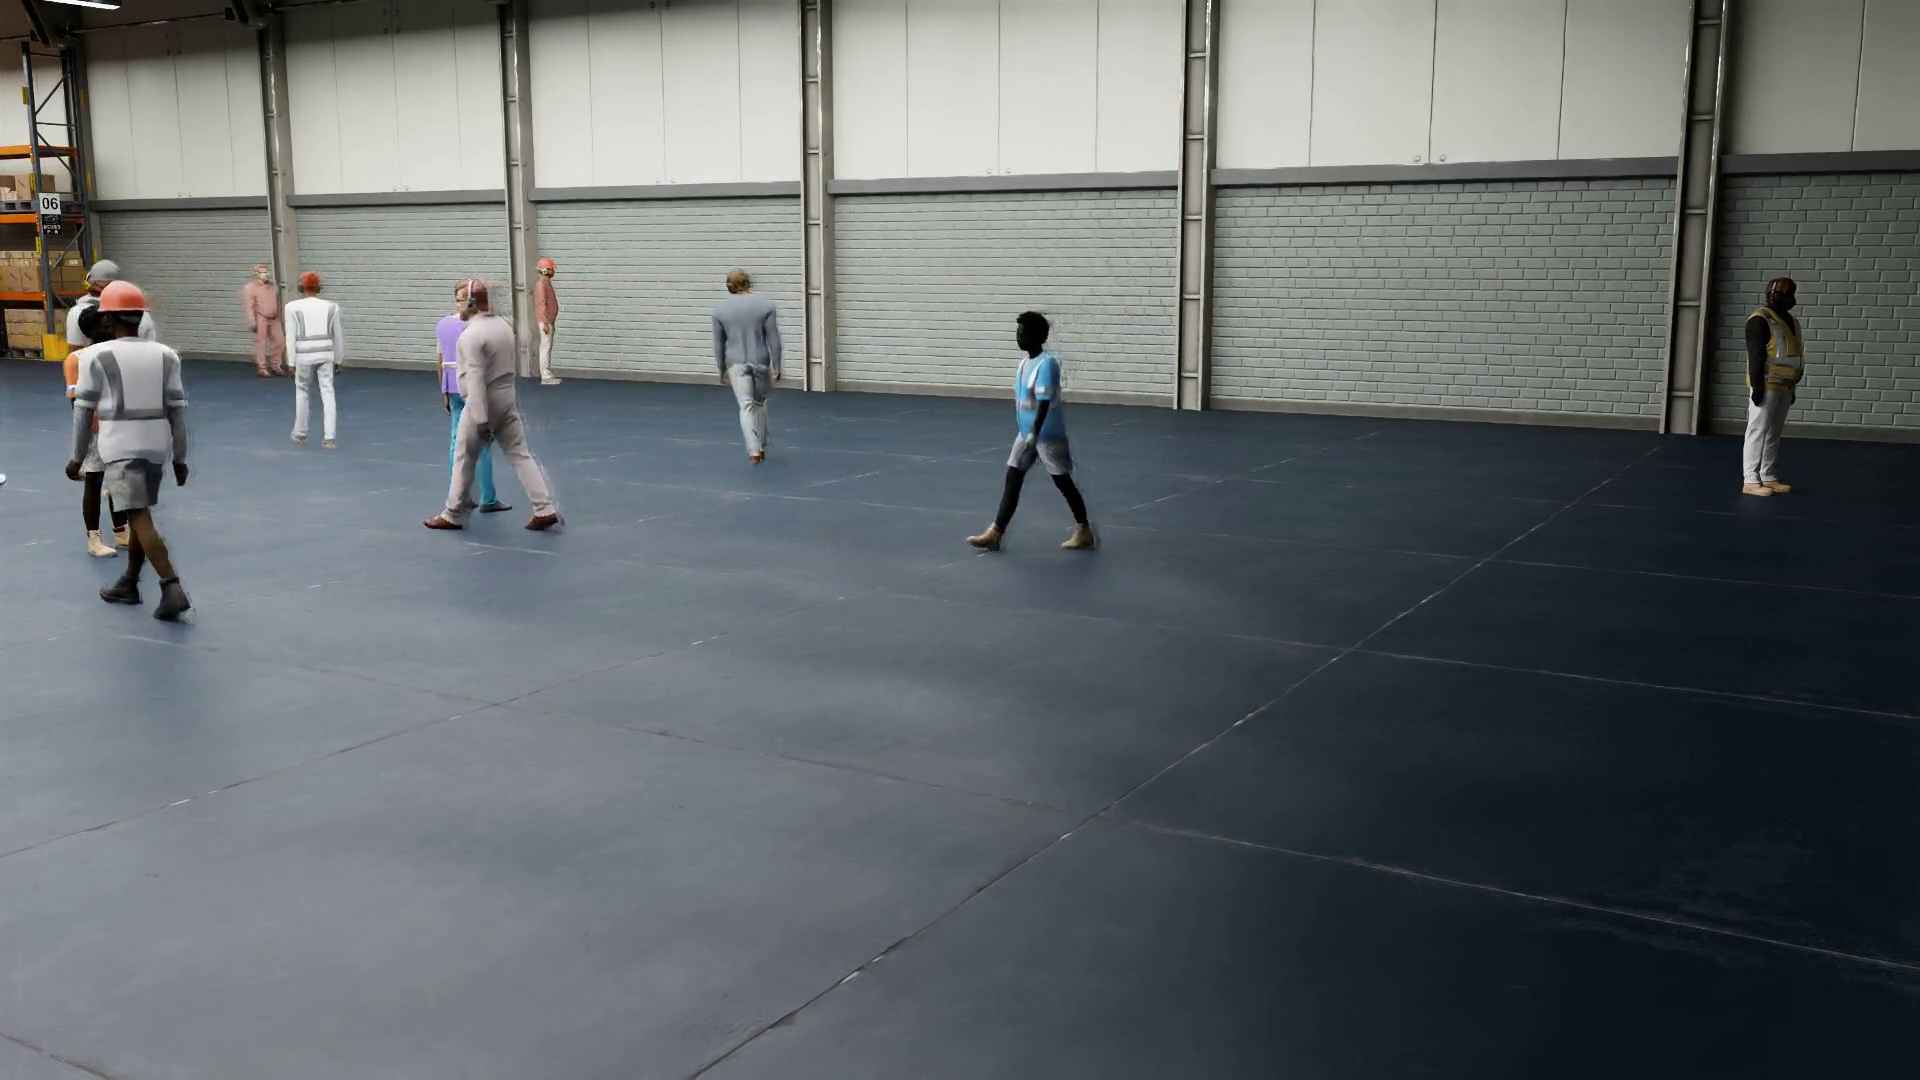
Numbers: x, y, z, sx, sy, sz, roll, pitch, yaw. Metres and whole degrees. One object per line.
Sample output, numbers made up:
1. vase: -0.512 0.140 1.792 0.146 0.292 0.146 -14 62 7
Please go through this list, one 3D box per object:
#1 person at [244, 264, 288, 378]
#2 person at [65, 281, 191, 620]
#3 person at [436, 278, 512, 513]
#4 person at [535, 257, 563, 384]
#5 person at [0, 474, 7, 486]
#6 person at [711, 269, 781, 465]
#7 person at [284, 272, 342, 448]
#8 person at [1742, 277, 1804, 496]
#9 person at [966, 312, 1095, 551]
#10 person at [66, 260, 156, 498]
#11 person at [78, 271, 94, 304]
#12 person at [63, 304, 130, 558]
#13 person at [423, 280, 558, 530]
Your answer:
1. person: -11.505 -3.632 27.657 0.609 1.885 0.672 6 11 30
2. person: -4.641 -0.508 9.389 1.005 1.897 0.564 6 12 33
3. person: -3.877 -1.133 13.136 0.564 1.847 0.395 5 11 25
4. person: -6.525 -3.459 26.320 0.375 1.997 0.612 -1 10 -6
5. person: -8.419 -1.271 13.814 0.617 1.884 0.926 1 10 7
6. person: -2.098 -1.699 16.315 0.661 1.892 0.820 -2 10 -11
7. person: -6.900 -1.915 17.728 0.607 1.839 0.927 -7 12 -37
8. person: 6.919 -1.301 14.138 0.627 1.844 0.429 -7 12 -37
9. person: 0.530 -0.730 11.362 0.889 1.646 0.545 -4 11 -23
10. person: -6.877 -1.303 13.569 0.834 2.000 0.683 6 12 33
11. person: -10.889 -2.475 20.993 0.522 1.848 0.531 2 10 10
12. person: -5.778 -0.739 11.260 0.316 1.700 0.540 3 10 16
13. person: -3.445 -0.969 12.192 1.033 1.854 0.645 3 10 17
